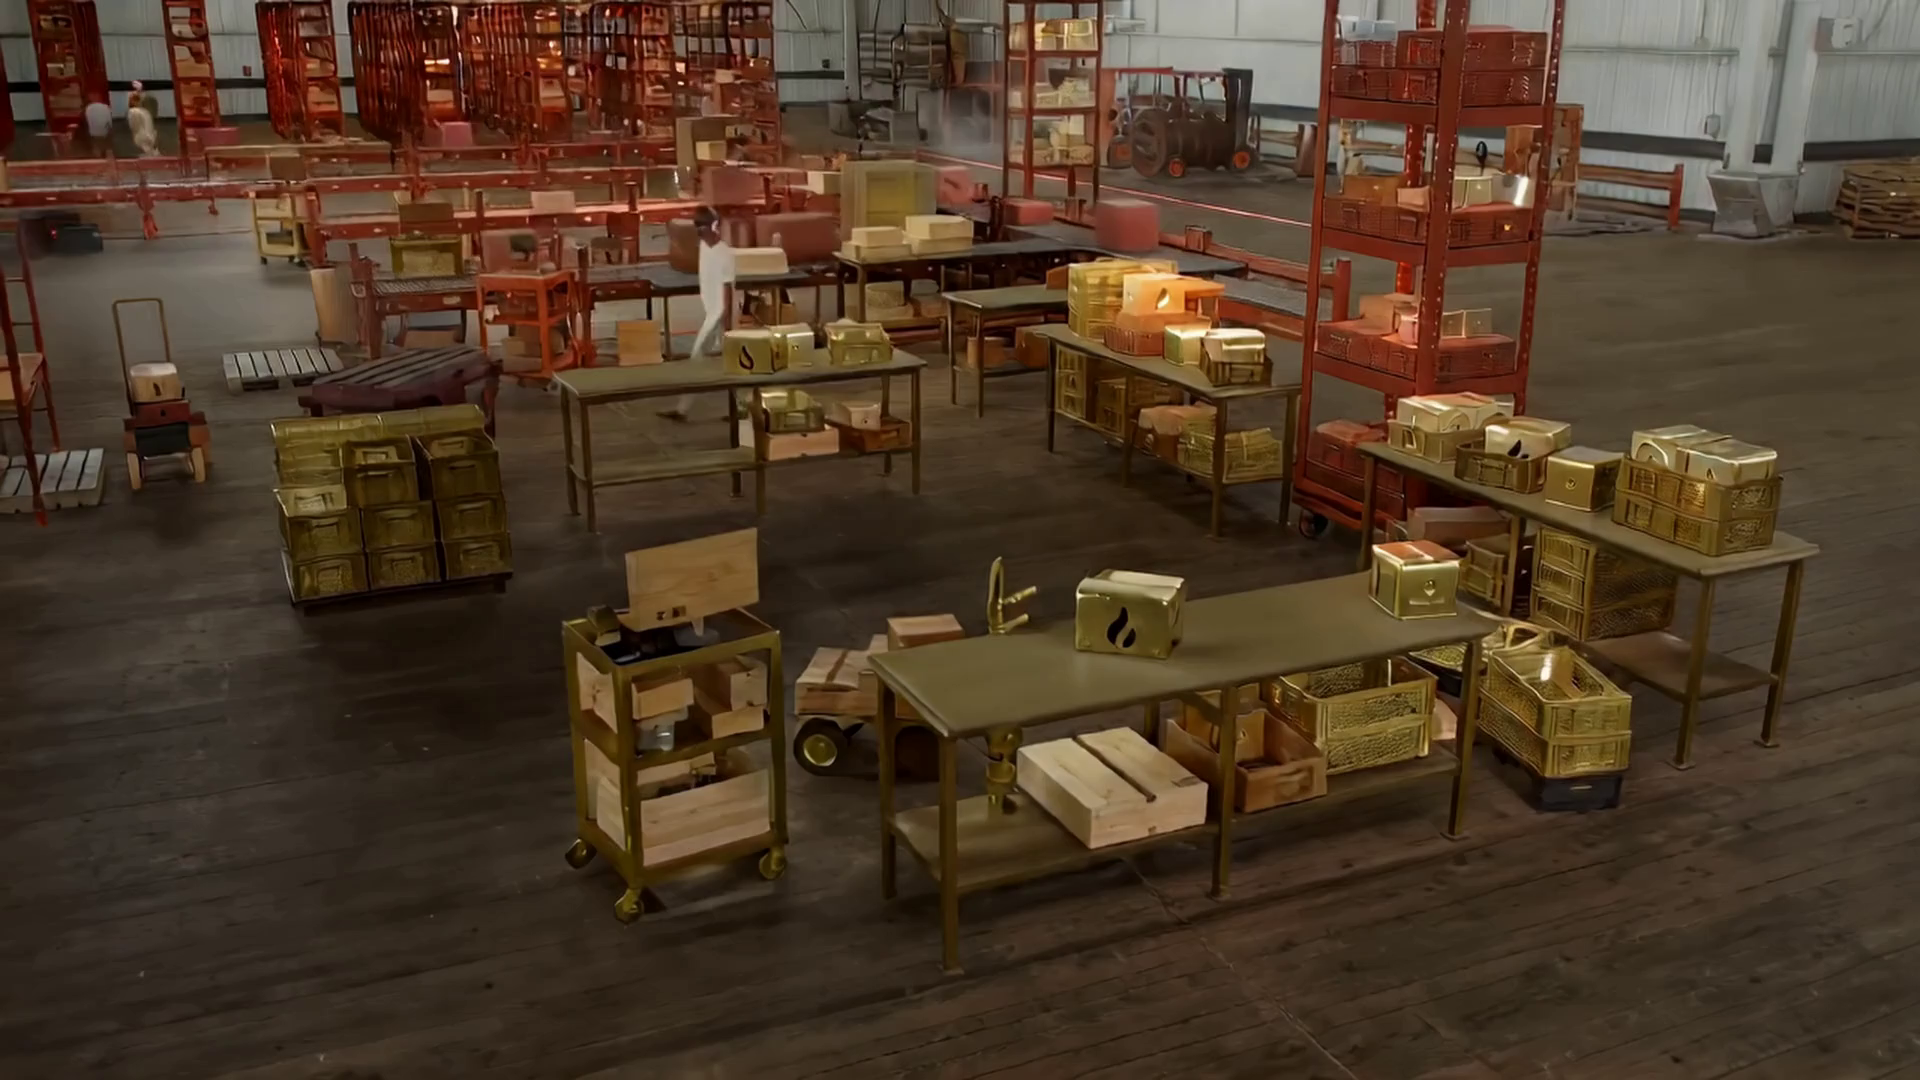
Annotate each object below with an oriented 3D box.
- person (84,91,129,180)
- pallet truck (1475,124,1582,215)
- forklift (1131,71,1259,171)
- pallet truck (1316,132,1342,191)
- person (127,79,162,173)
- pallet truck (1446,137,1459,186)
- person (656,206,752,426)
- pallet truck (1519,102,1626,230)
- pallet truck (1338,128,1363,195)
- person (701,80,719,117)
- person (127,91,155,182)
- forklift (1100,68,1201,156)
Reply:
[{"bbox_3d":[-17.828,-8.429,34.642,0.585,1.791,0.946,1,18,3],"label":"person"},{"bbox_3d":[9.707,-6.455,28.103,1.885,1.965,0.823,-7,19,-20],"label":"pallet truck"},{"bbox_3d":[4.998,-8.936,35.413,2.680,1.987,1.157,-9,20,-25],"label":"forklift"},{"bbox_3d":[7.723,-7.504,32.656,1.601,1.201,0.680,-8,19,-23],"label":"pallet truck"},{"bbox_3d":[-17.548,-8.887,35.778,0.387,1.997,0.614,16,24,41],"label":"person"},{"bbox_3d":[9.184,-6.485,29.328,1.630,1.274,0.653,-8,19,-23],"label":"pallet truck"},{"bbox_3d":[-2.114,-1.826,13.786,0.913,1.830,0.554,-14,22,-37],"label":"person"},{"bbox_3d":[9.972,-6.037,26.785,1.885,1.965,0.823,-9,20,-25],"label":"pallet truck"},{"bbox_3d":[7.845,-7.140,31.411,1.522,1.261,0.704,-9,20,-25],"label":"pallet truck"},{"bbox_3d":[-5.841,-9.906,39.255,0.497,1.819,0.619,-6,19,-18],"label":"person"},{"bbox_3d":[-15.792,-7.717,32.228,0.405,1.905,0.650,-2,18,-5],"label":"person"},{"bbox_3d":[4.082,-9.564,37.410,2.680,1.987,1.157,-8,19,-23],"label":"forklift"}]
